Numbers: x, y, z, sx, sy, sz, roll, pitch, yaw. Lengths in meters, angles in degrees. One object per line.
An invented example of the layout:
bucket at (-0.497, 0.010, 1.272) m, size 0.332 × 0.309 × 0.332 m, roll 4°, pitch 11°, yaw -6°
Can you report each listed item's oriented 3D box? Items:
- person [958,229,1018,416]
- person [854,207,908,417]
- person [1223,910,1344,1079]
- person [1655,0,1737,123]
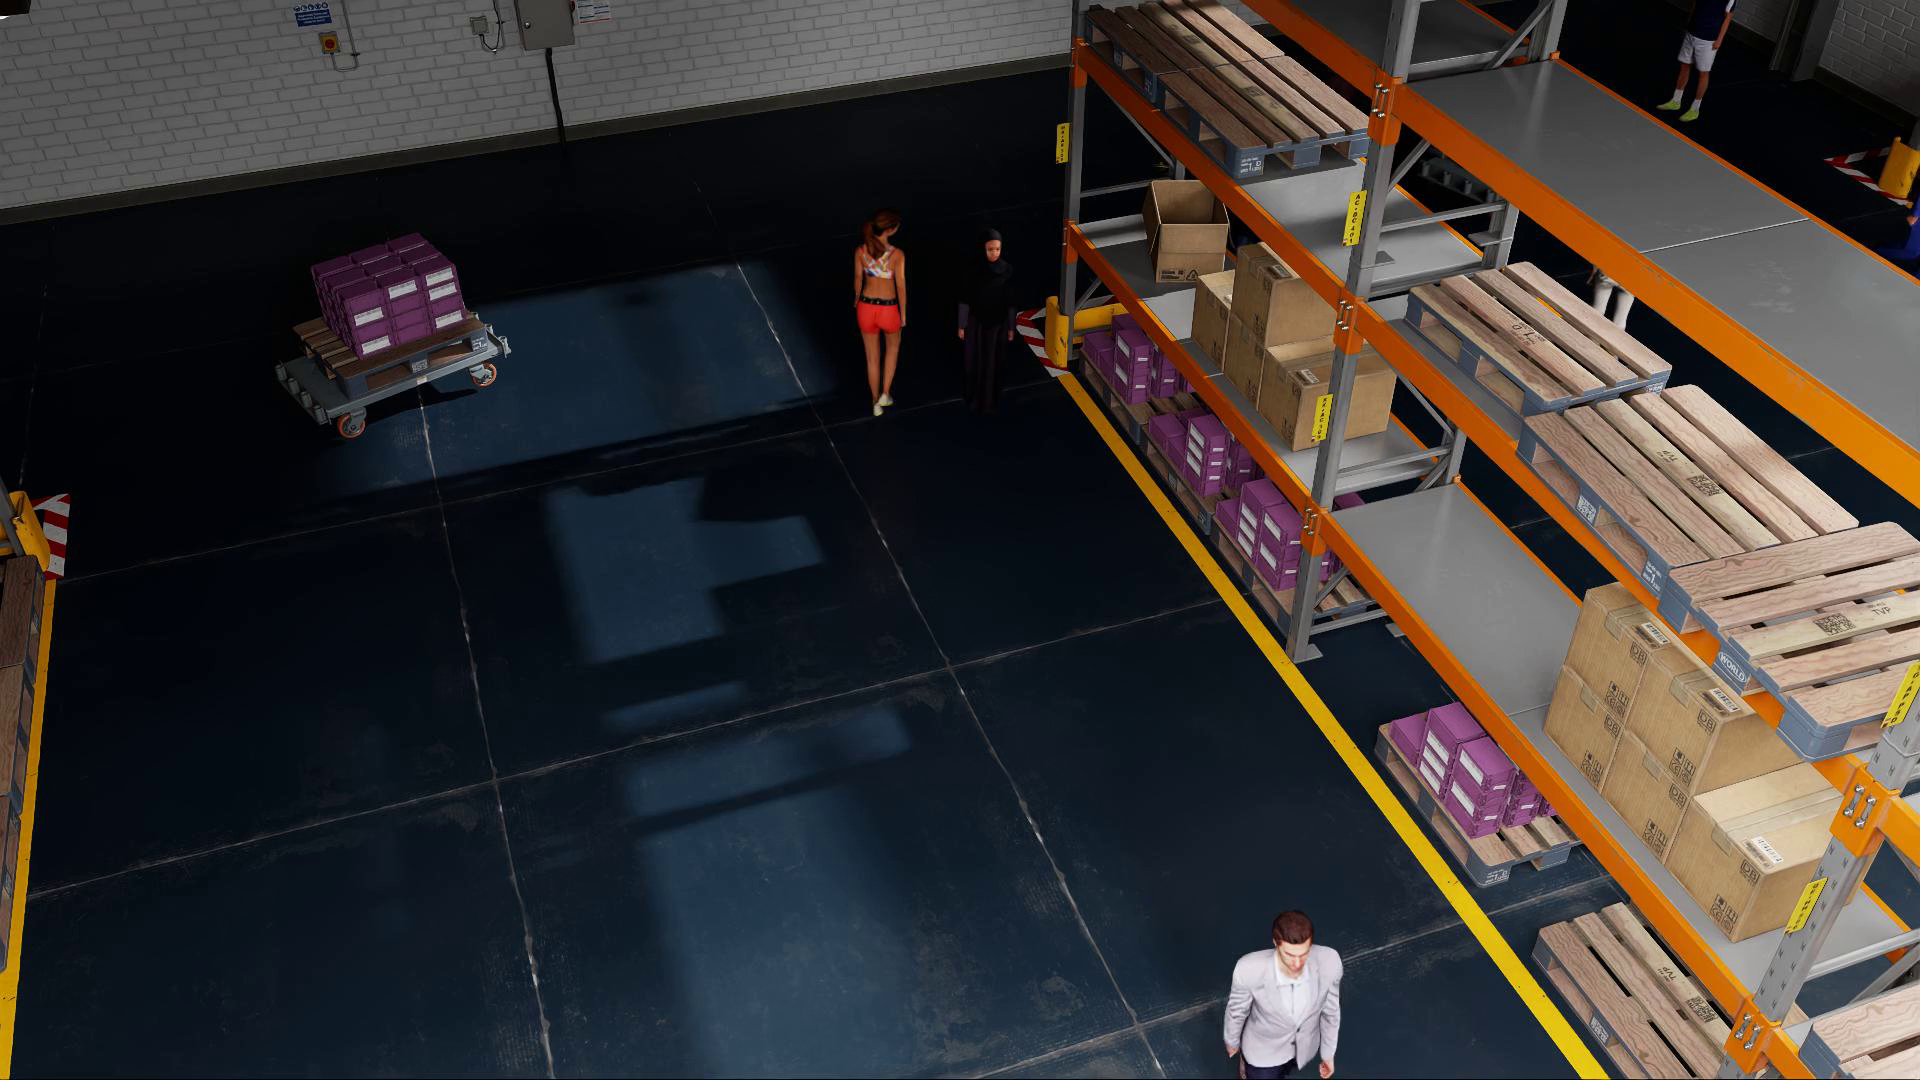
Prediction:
person at (0.196, -1.754, 13.106) m, size 0.682 × 1.607 × 0.772 m, roll -6°, pitch 39°, yaw -8°
person at (-0.637, -1.708, 12.916) m, size 0.719 × 1.773 × 0.745 m, roll 3°, pitch 39°, yaw 3°
person at (1.493, 2.293, 7.872) m, size 0.800 × 1.814 × 1.263 m, roll -7°, pitch 39°, yaw -9°
person at (7.779, -5.301, 17.366) m, size 0.710 × 1.834 × 0.514 m, roll -16°, pitch 41°, yaw -19°
